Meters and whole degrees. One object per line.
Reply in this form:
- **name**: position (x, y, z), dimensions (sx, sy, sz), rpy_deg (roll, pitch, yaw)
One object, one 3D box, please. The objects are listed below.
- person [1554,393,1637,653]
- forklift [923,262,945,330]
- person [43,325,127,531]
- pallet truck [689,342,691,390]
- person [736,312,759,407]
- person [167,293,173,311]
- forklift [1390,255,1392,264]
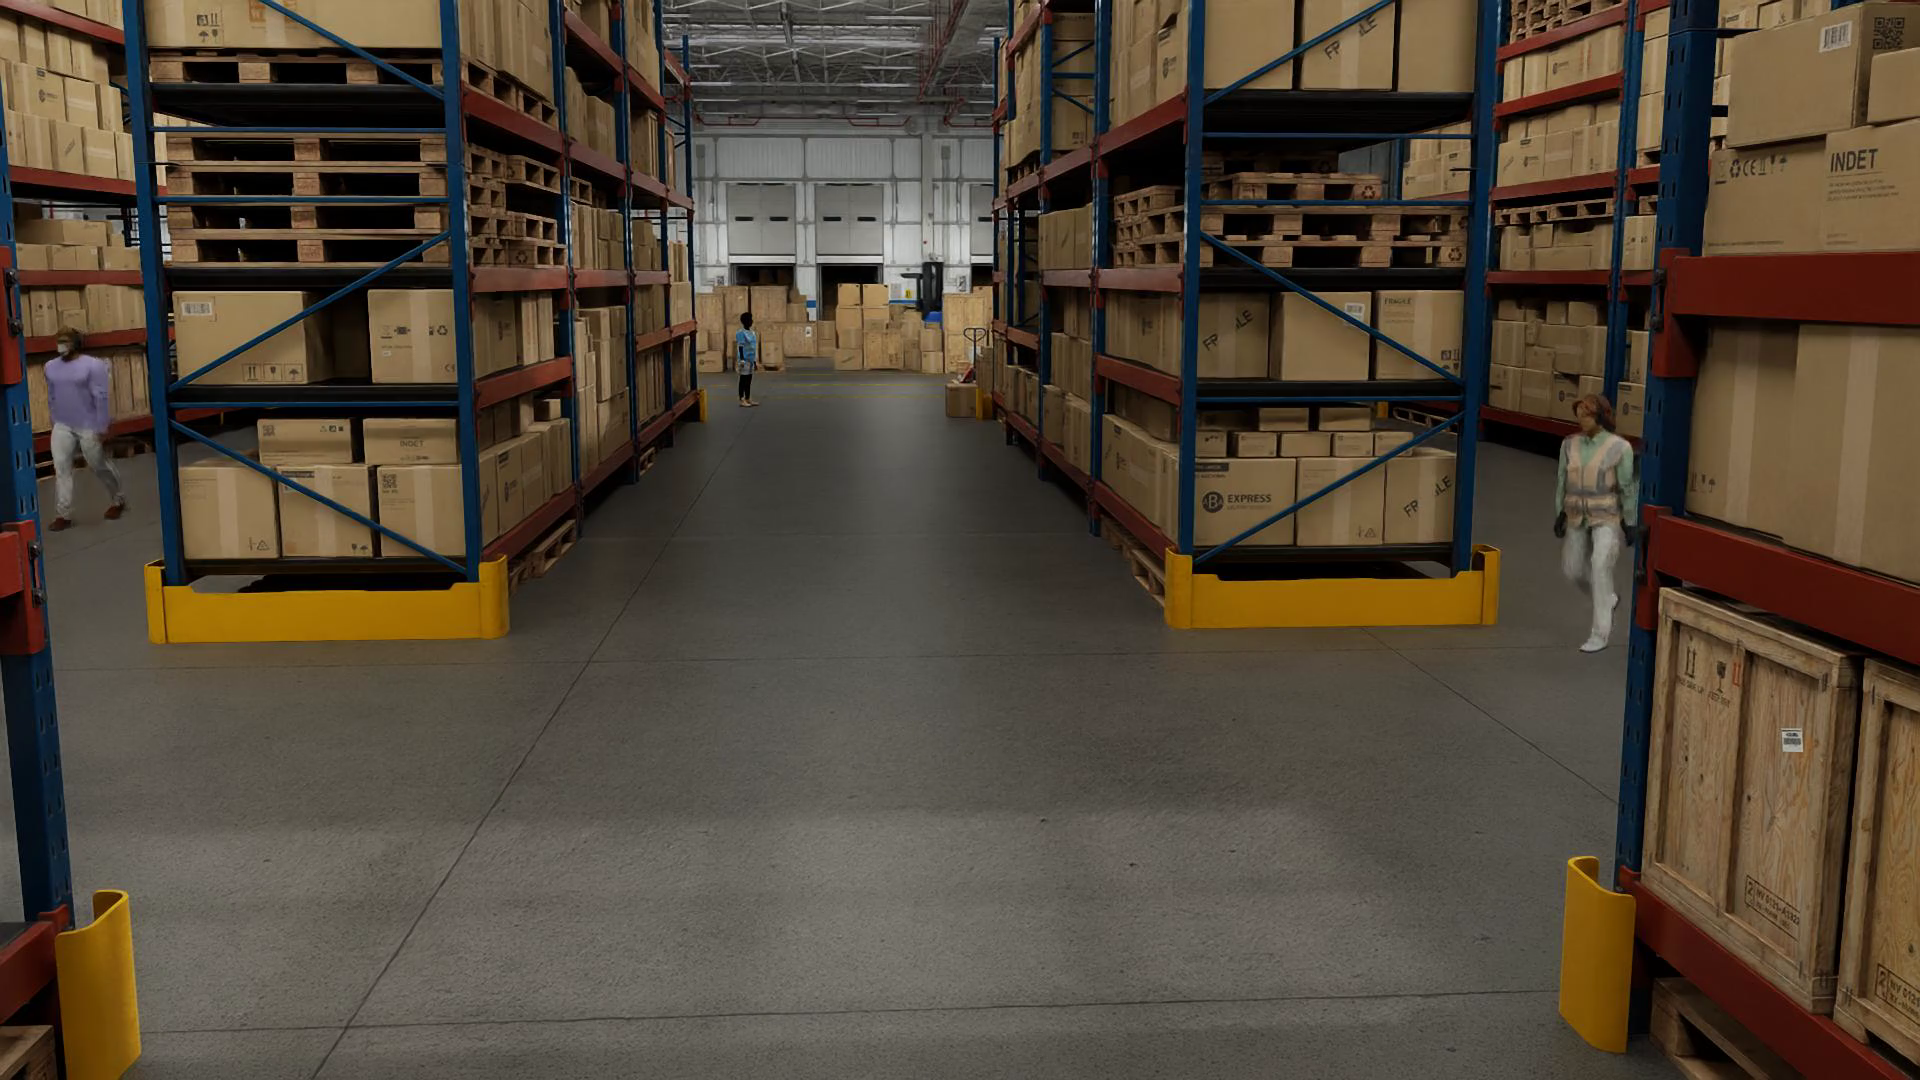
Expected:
- **person**: position (4.060, -0.124, 10.521), dimensions (0.520, 1.618, 0.557), rpy_deg (-6, 11, -35)
- **forklift**: position (-0.903, -8.307, 57.993), dimensions (1.873, 2.768, 1.129), rpy_deg (5, 11, 31)
- **person**: position (-8.265, -1.078, 15.682), dimensions (0.642, 1.903, 0.990), rpy_deg (1, 9, 6)
- **pallet truck**: position (-5.225, -3.008, 27.480), dimensions (1.885, 1.965, 0.823), rpy_deg (2, 9, 14)
- **person**: position (-3.813, -3.225, 29.786), dimensions (0.318, 1.697, 0.535), rpy_deg (3, 10, 19)
- **person**: position (-29.658, -8.602, 62.667), dimensions (0.404, 1.987, 0.608), rpy_deg (-2, 9, -9)
- **forklift**: position (10.506, -5.271, 38.929), dimensions (1.129, 2.768, 1.873), rpy_deg (-1, 9, -4)
